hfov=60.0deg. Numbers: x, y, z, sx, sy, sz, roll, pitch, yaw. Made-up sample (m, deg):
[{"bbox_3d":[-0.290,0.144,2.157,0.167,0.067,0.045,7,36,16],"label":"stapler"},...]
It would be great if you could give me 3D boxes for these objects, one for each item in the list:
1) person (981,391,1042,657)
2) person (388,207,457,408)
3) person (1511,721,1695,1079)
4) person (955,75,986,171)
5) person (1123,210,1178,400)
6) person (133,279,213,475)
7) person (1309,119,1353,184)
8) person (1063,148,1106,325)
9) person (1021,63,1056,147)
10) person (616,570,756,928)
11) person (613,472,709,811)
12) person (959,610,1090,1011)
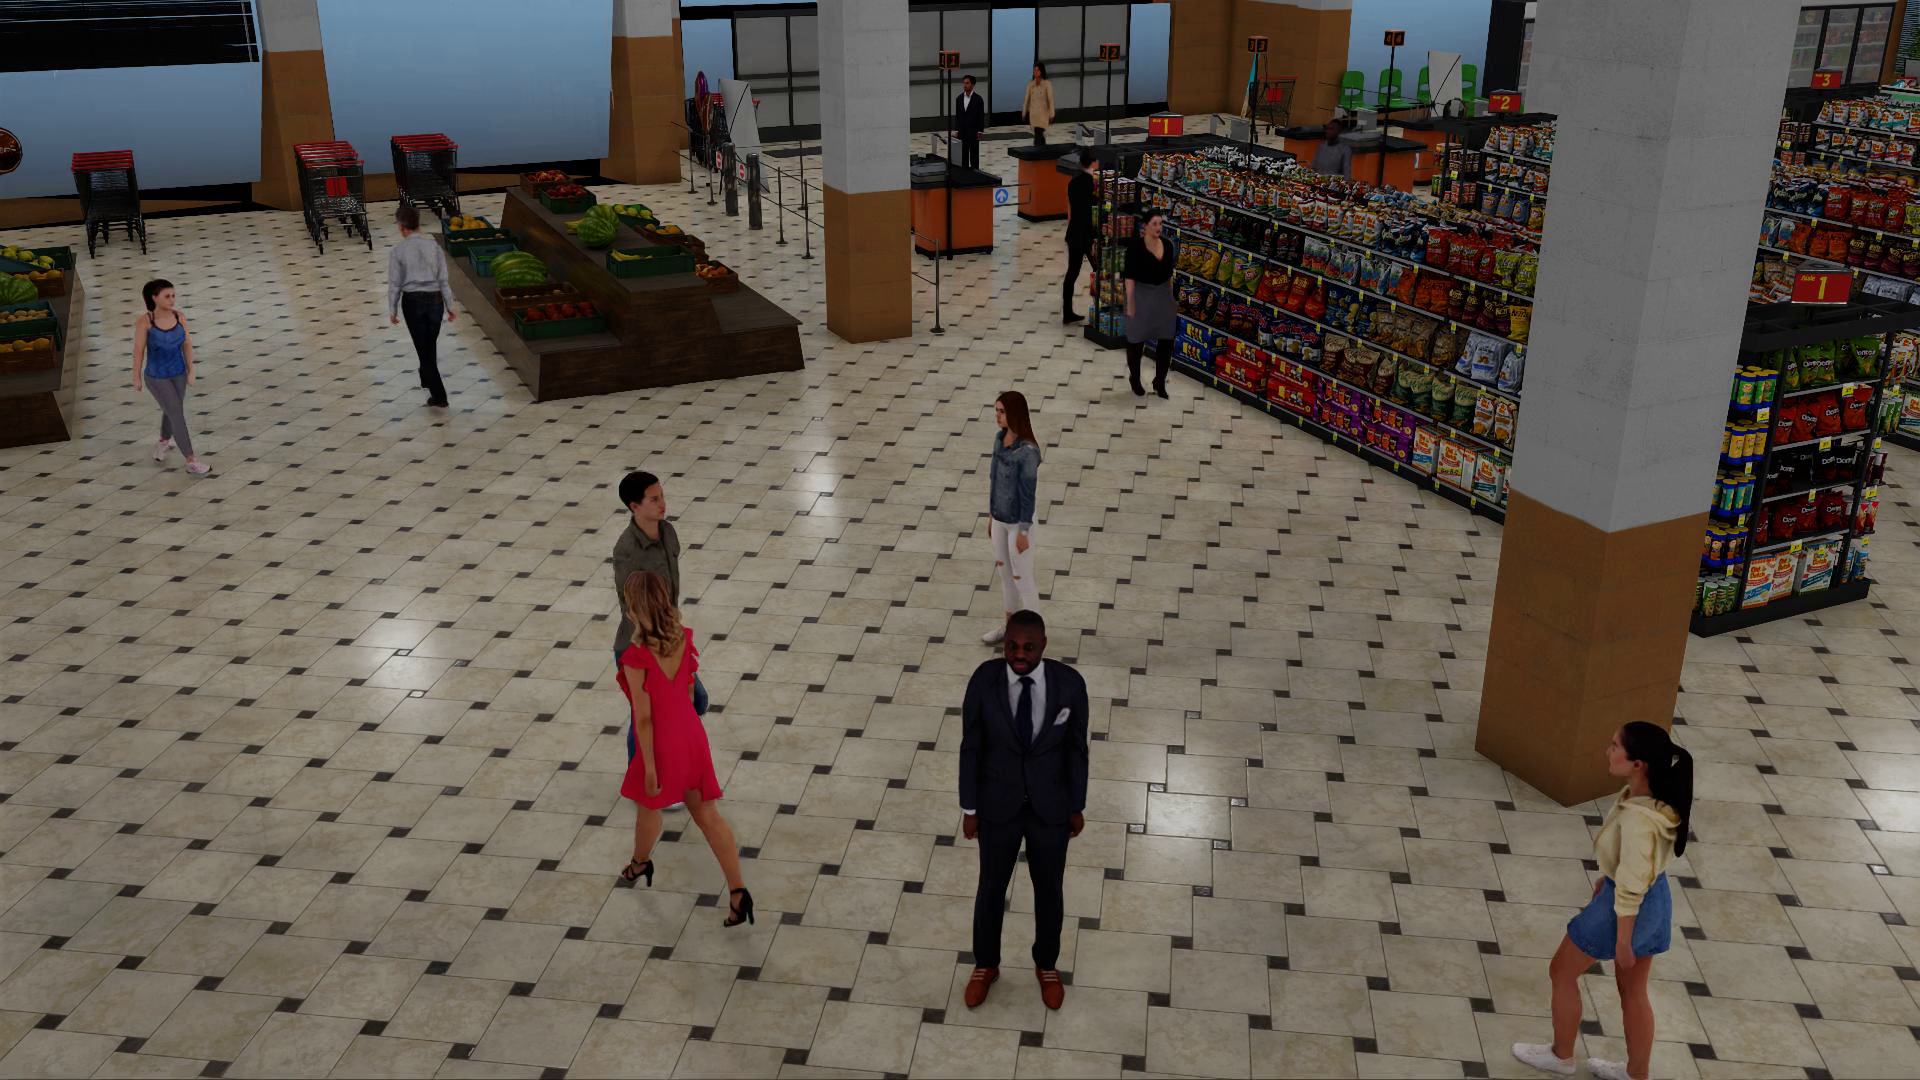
[{"bbox_3d":[0.347,-0.111,10.235,0.659,1.700,0.450,-11,24,-25],"label":"person"},{"bbox_3d":[-4.806,-2.048,14.997,0.832,1.742,1.286,-15,26,-32],"label":"person"},{"bbox_3d":[2.665,1.466,6.426,0.878,1.612,0.800,17,28,37],"label":"person"},{"bbox_3d":[0.152,-6.227,25.422,0.658,1.724,0.768,12,25,28],"label":"person"},{"bbox_3d":[1.692,-2.187,15.339,0.693,1.745,0.720,-8,23,-19],"label":"person"},{"bbox_3d":[-6.434,-1.308,13.395,1.120,1.563,0.934,18,28,38],"label":"person"},{"bbox_3d":[4.548,-4.185,20.216,0.861,1.817,0.842,-15,26,-33],"label":"person"},{"bbox_3d":[1.252,-3.212,17.732,0.877,1.863,0.969,-15,26,-33],"label":"person"},{"bbox_3d":[1.353,-6.997,27.451,1.129,1.640,1.089,13,26,30],"label":"person"},{"bbox_3d":[-1.243,0.998,7.515,1.185,1.668,0.916,16,27,35],"label":"person"},{"bbox_3d":[-1.653,0.517,8.467,0.889,1.851,0.824,7,23,17],"label":"person"},{"bbox_3d":[0.266,1.120,7.003,0.785,1.824,0.763,1,22,2],"label":"person"}]
